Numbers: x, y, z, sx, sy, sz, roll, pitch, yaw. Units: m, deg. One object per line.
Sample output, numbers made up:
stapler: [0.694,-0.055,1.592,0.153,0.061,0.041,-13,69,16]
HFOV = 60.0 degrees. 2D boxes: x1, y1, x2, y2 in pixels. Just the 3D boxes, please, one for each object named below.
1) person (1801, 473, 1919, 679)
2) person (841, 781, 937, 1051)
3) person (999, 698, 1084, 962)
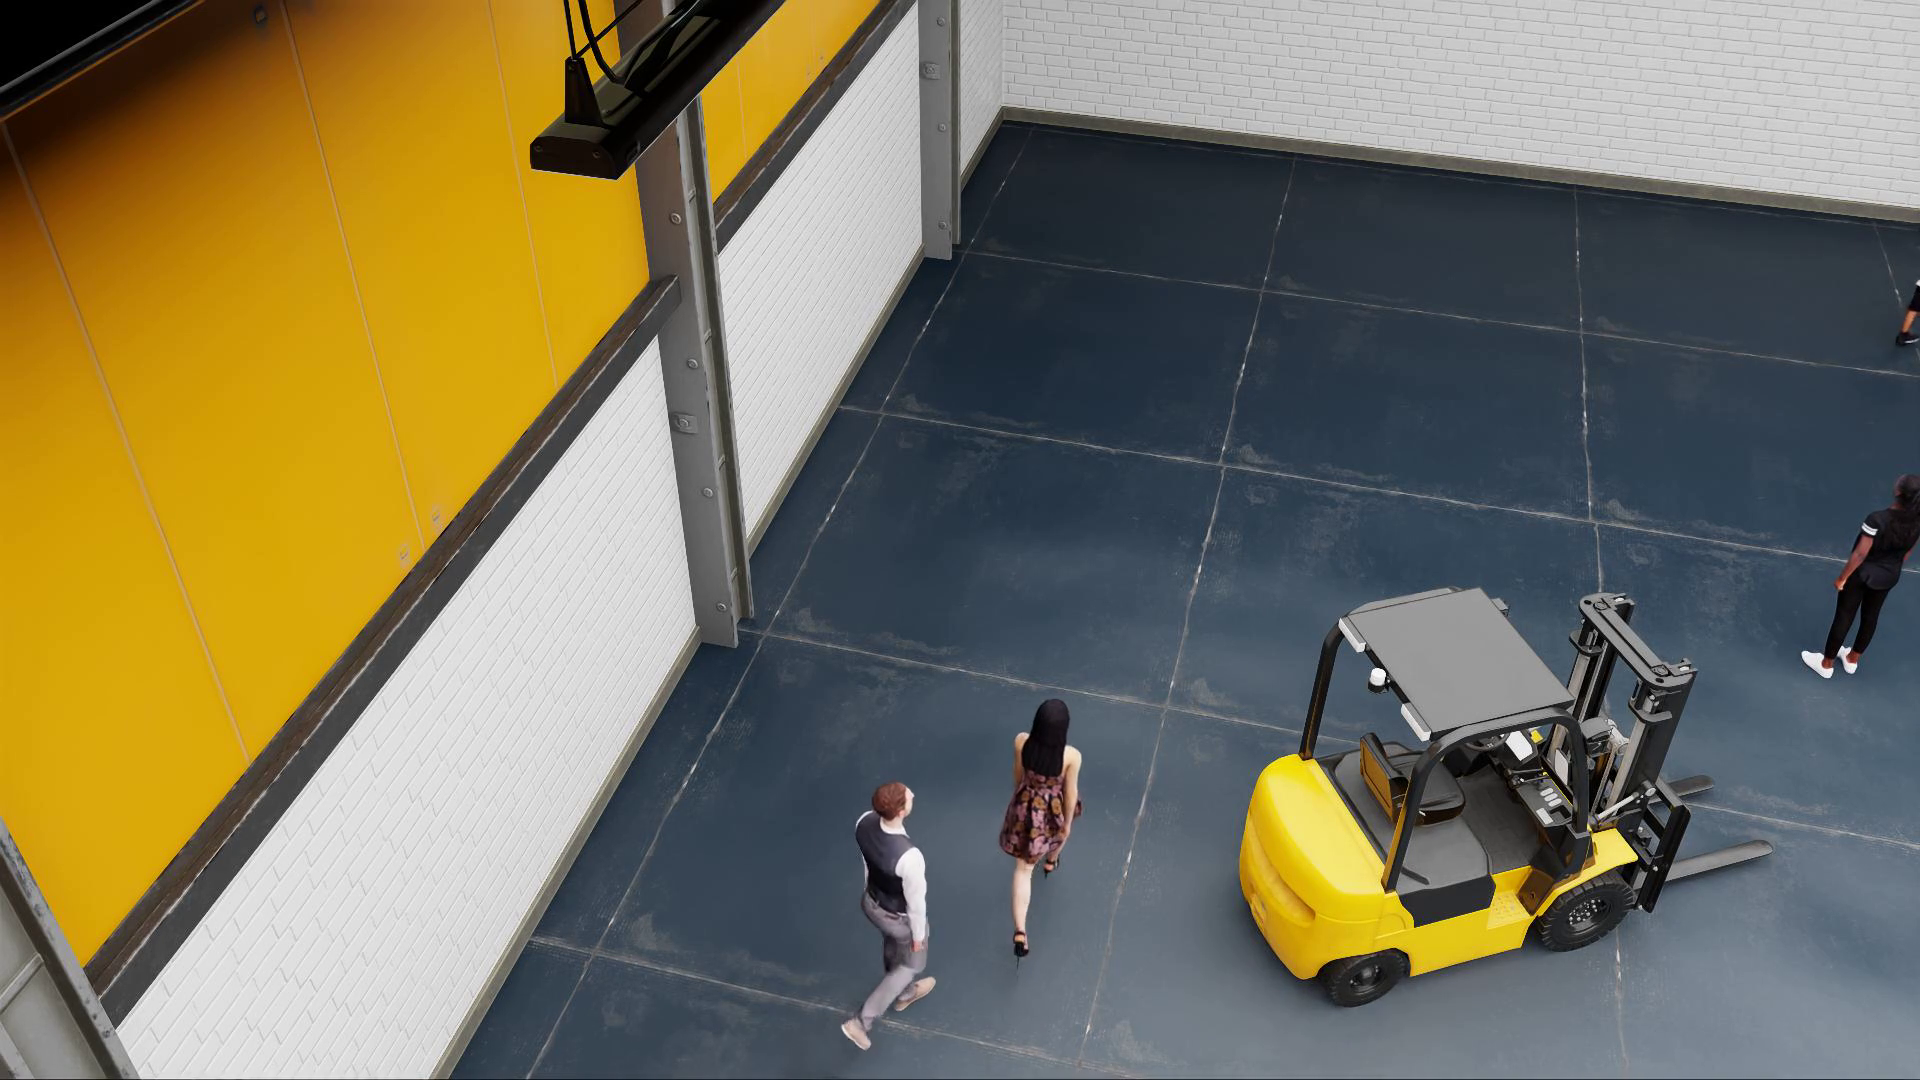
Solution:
person: [6.323,0.244,11.534,0.703,1.725,0.719,-6,39,-8]
person: [-0.421,2.059,9.106,1.103,1.919,0.977,-29,47,-31]
person: [0.454,1.676,9.741,0.644,1.725,1.202,8,39,9]
